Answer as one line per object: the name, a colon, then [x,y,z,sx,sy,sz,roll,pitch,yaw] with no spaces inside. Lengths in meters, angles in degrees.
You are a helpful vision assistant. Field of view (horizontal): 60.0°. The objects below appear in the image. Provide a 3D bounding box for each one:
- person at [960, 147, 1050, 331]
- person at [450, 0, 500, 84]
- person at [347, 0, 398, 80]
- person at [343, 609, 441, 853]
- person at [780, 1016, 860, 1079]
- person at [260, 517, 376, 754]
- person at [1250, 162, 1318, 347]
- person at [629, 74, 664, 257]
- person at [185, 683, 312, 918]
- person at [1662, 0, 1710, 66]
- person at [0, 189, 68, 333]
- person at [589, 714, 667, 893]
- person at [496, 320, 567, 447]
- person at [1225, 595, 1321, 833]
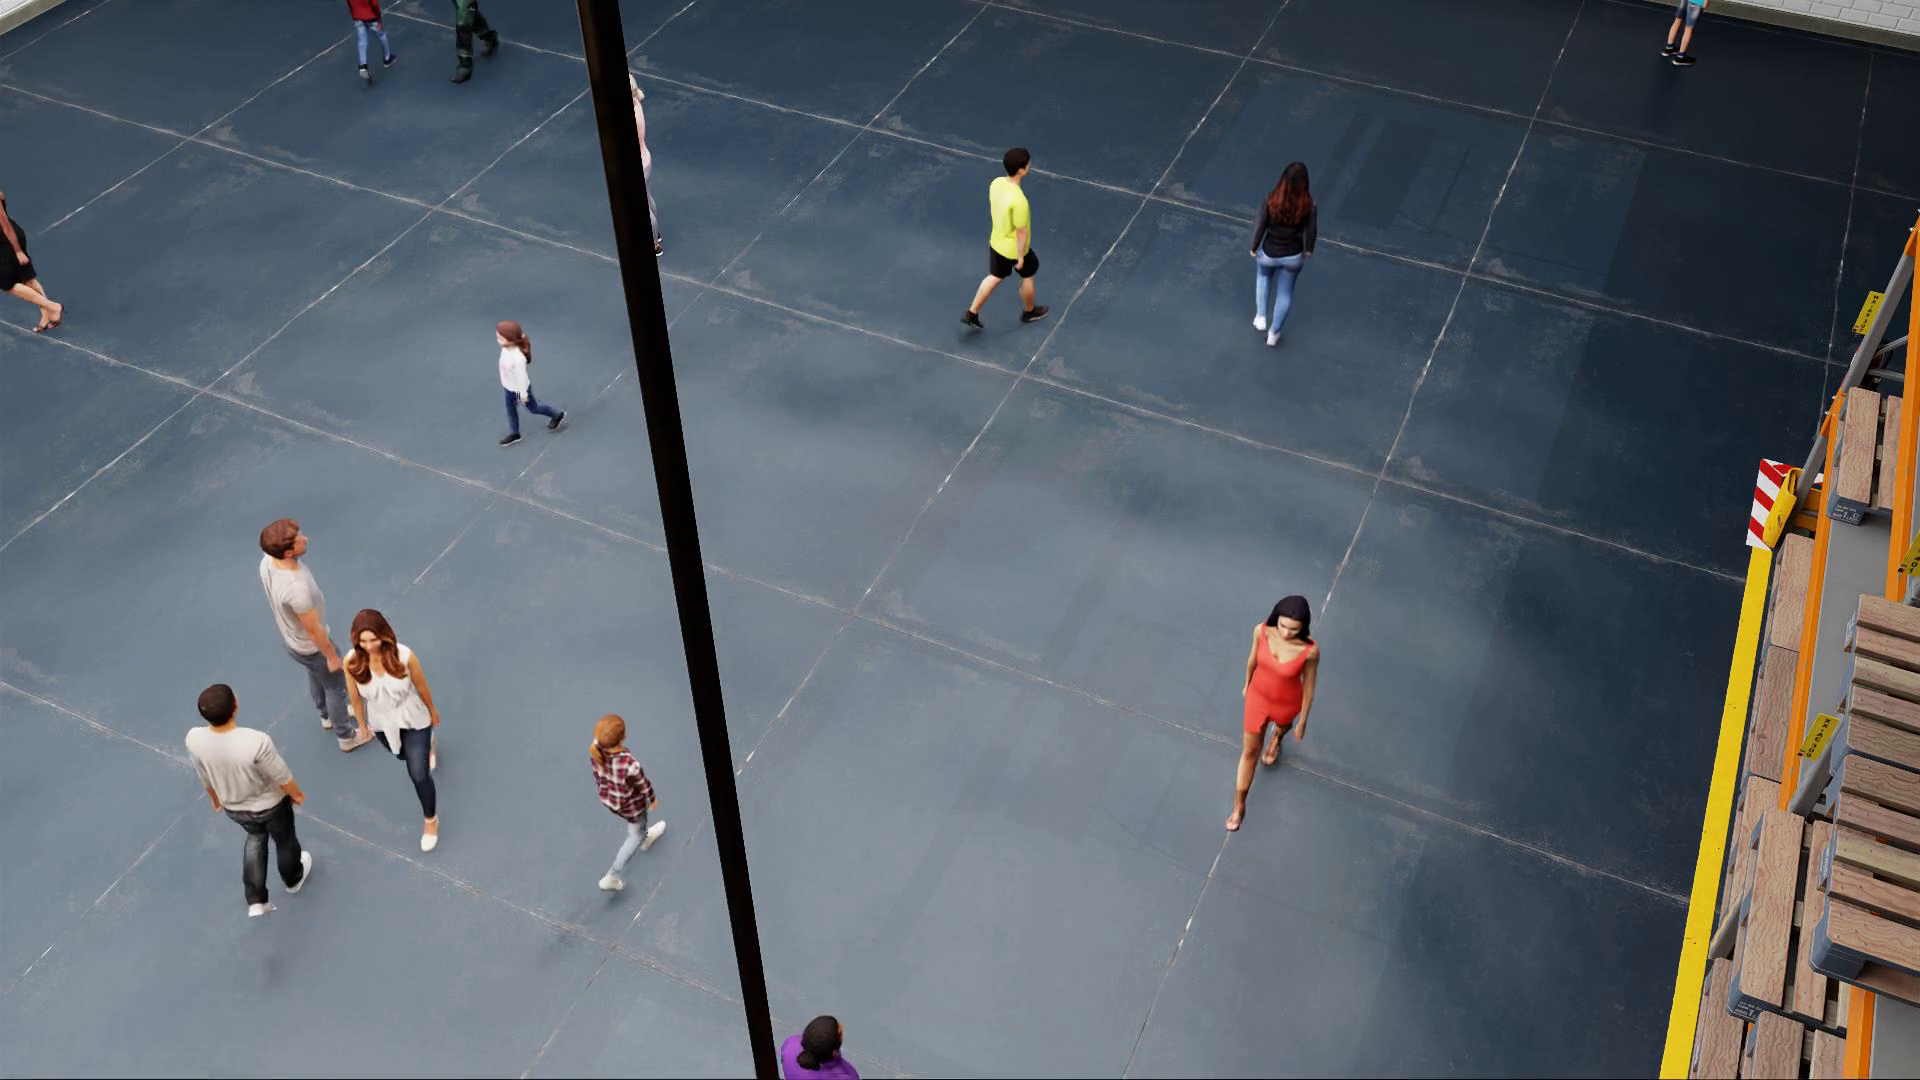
person: [0.344,-2.410,13.565,1.142,1.680,0.934,-28,50,-26]
person: [-5.032,-5.648,16.890,0.763,1.783,1.231,13,45,14]
person: [-6.078,-5.309,16.928,0.689,1.240,0.893,2,44,2]
person: [-3.334,1.005,9.923,0.917,1.760,1.137,-2,44,-2]
person: [-0.691,2.836,8.001,0.742,1.759,0.915,28,50,26]
person: [-4.031,0.603,10.253,0.756,1.888,0.758,-28,50,-27]
person: [2.599,-2.277,13.468,0.714,1.623,0.689,9,44,9]
person: [-2.794,-3.265,14.430,0.697,1.726,0.606,-4,44,-4]
person: [-3.995,1.523,9.353,0.853,1.796,0.973,-1,44,-1]
person: [7.571,-5.634,17.118,0.661,1.448,0.585,-9,44,-10]
person: [-7.682,-2.441,13.559,0.800,1.734,0.746,-22,48,-22]
person: [-1.989,1.538,9.705,0.632,1.289,0.892,27,50,25]
person: [-3.339,-1.222,12.743,0.828,1.094,0.657,-28,50,-27]
person: [1.940,0.916,10.086,0.600,1.664,1.148,18,46,18]
